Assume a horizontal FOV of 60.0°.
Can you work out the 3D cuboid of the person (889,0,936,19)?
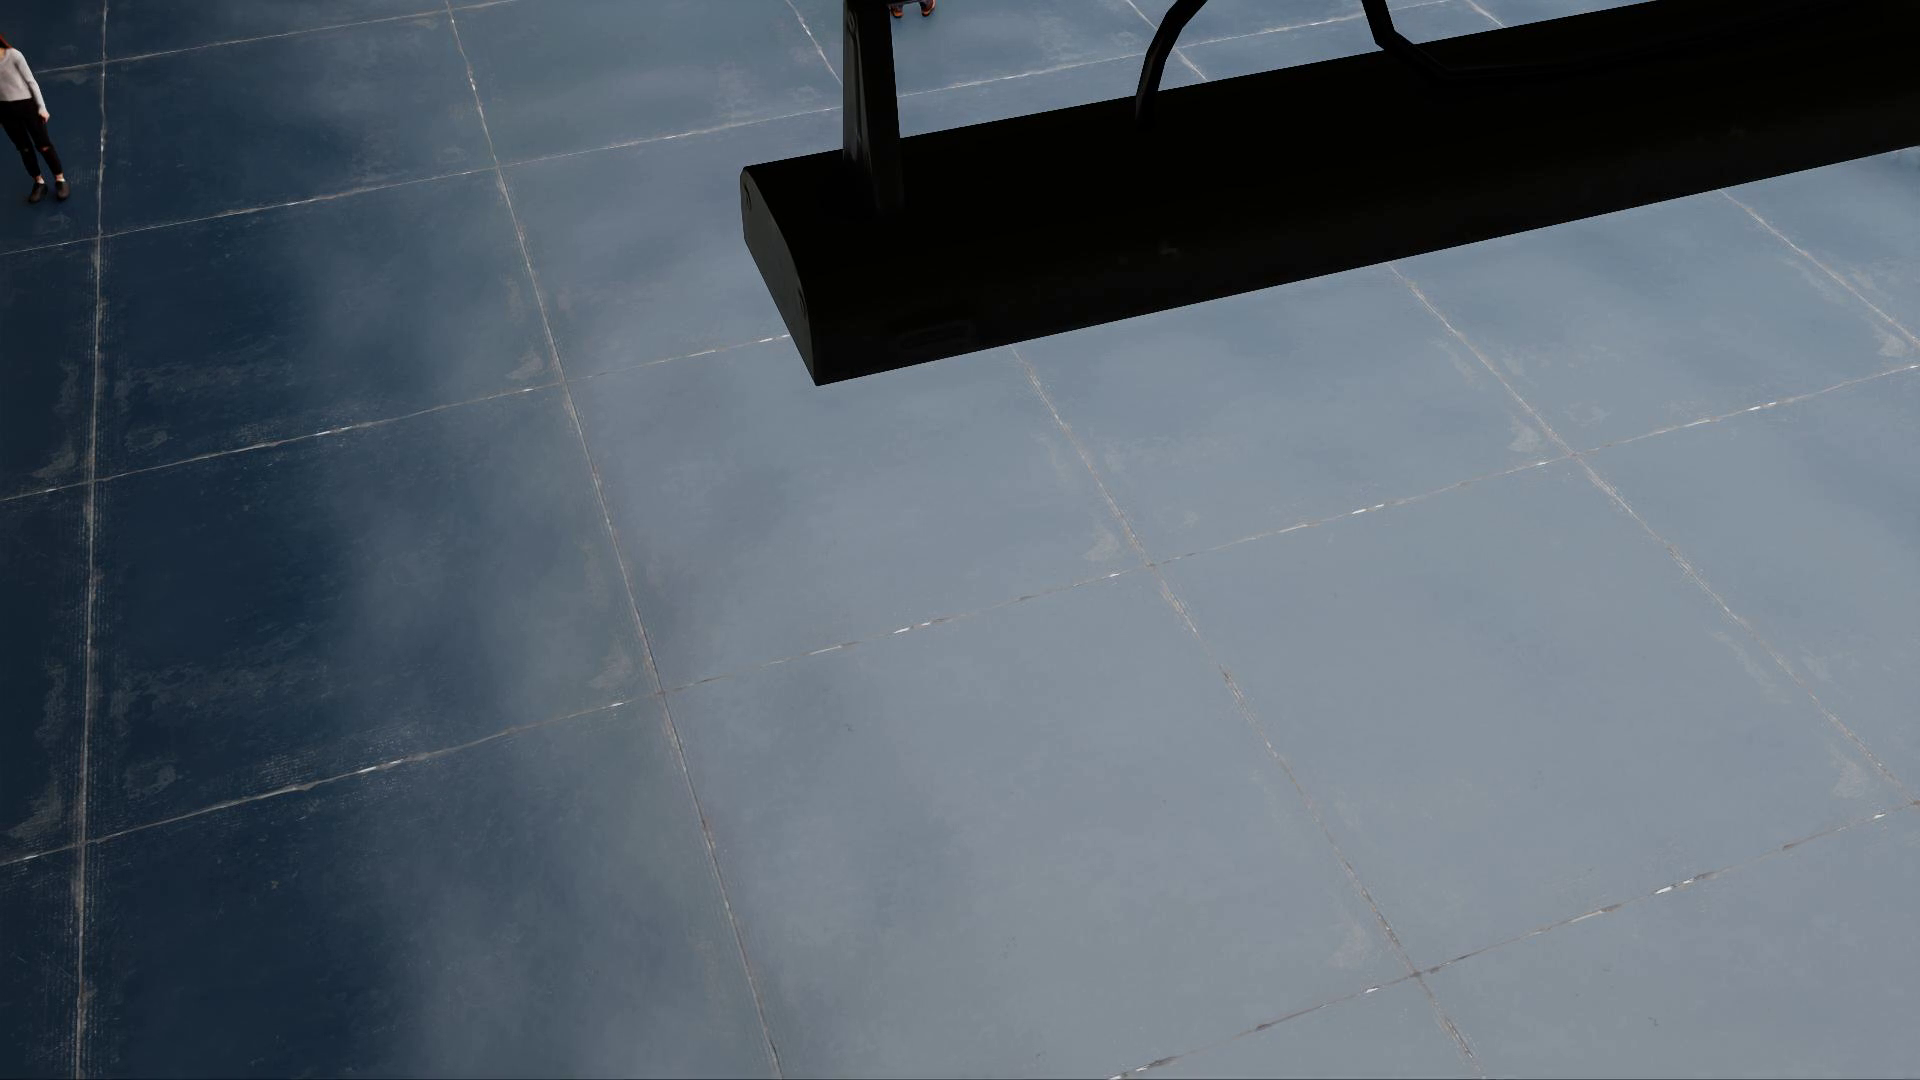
[{"bbox_3d":[-0.460,-5.543,14.765,0.743,1.806,0.696,-2,43,-2],"label":"person"}]

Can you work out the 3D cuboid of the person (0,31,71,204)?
[{"bbox_3d":[-7.112,-3.264,12.559,0.578,1.484,0.515,-8,44,-8],"label":"person"}]
